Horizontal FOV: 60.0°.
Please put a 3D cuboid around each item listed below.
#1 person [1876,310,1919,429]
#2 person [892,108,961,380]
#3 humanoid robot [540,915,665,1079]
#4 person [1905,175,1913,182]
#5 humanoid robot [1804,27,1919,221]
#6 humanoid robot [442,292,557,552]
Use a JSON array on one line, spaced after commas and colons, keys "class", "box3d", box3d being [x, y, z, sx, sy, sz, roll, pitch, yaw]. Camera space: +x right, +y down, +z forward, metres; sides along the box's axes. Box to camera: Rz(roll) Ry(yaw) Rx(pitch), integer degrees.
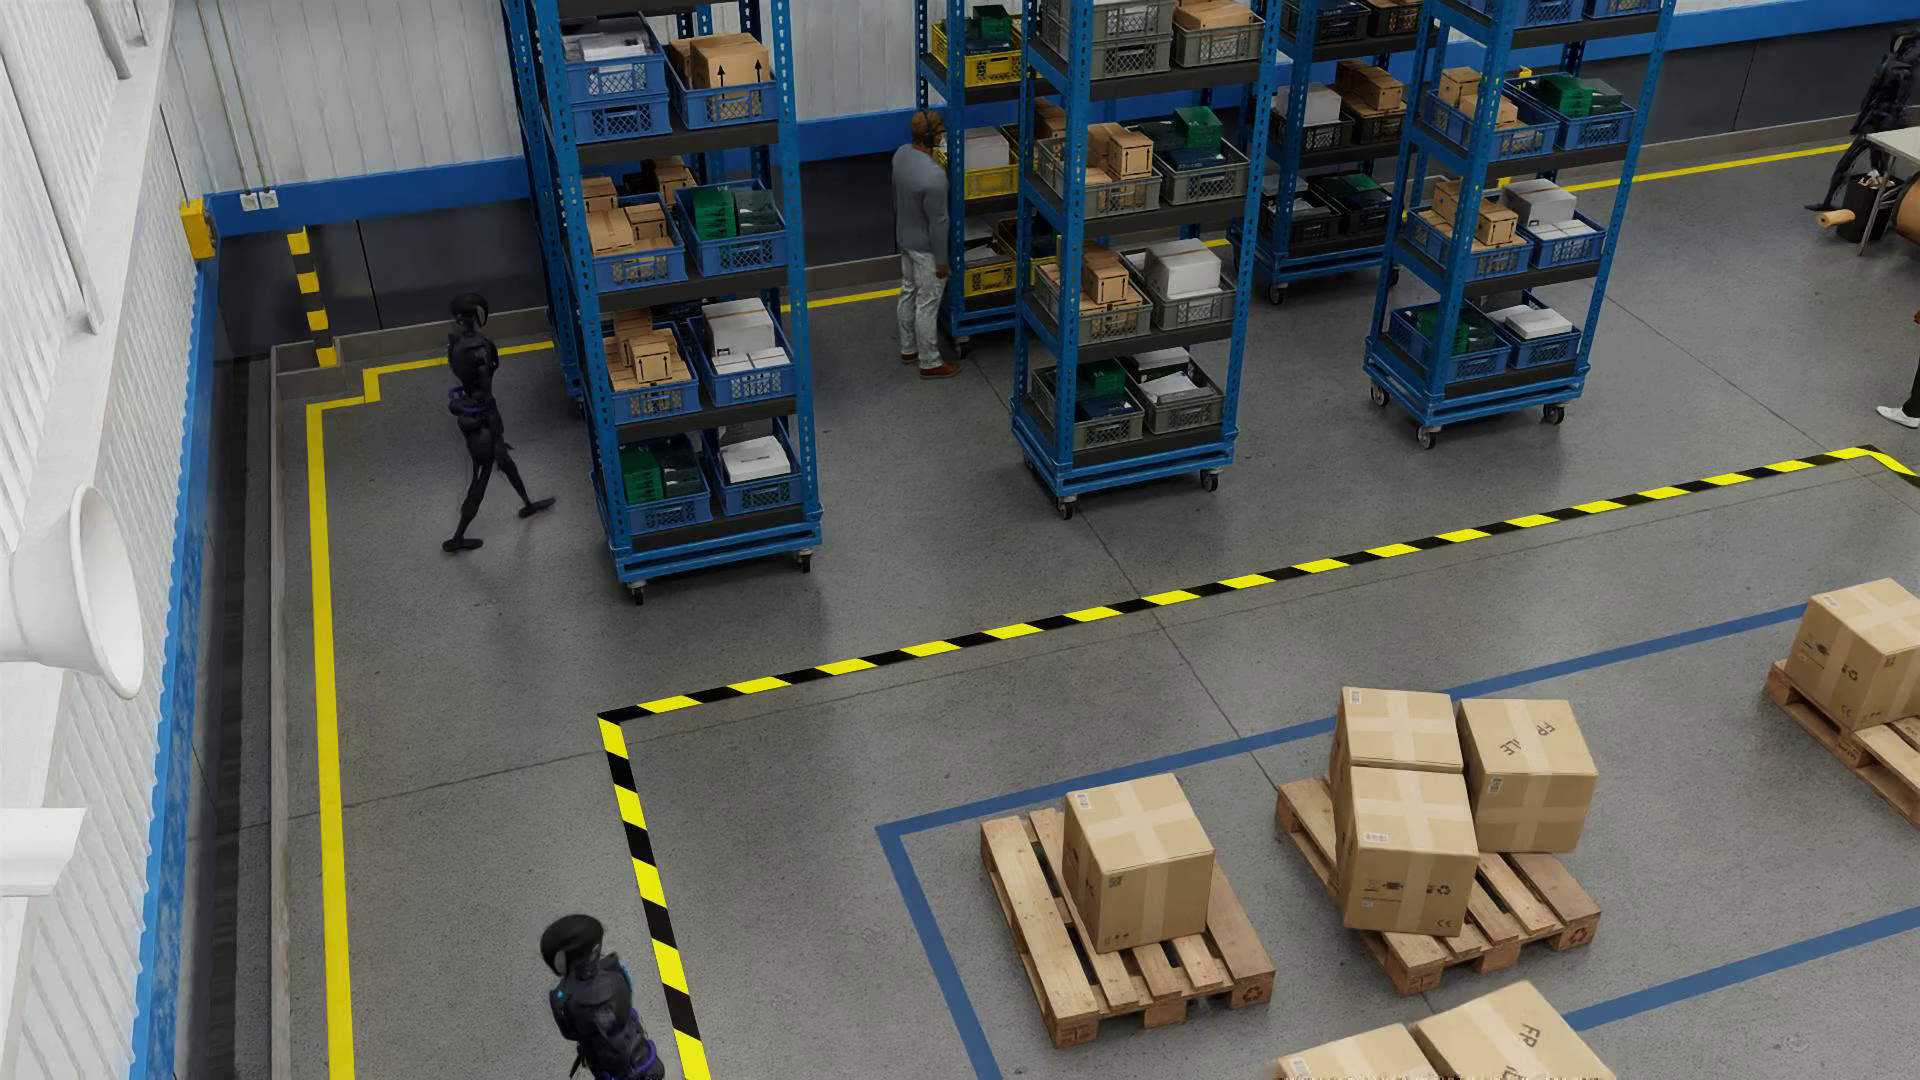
[{"class": "person", "box3d": [6.560, -1.596, 10.945, 0.588, 1.852, 0.372, -13, 37, -18]}, {"class": "person", "box3d": [-0.251, -2.045, 11.507, 0.376, 1.939, 0.627, -17, 39, -22]}, {"class": "humanoid robot", "box3d": [-1.224, 1.952, 6.061, 0.384, 1.643, 0.601, -20, 40, -25]}, {"class": "person", "box3d": [8.450, -3.551, 13.685, 0.631, 1.902, 0.938, -3, 35, -4]}, {"class": "humanoid robot", "box3d": [7.643, -3.423, 13.743, 0.759, 1.649, 0.589, 2, 35, 2]}, {"class": "humanoid robot", "box3d": [-2.846, -0.719, 9.893, 0.775, 1.624, 0.616, -19, 39, -25]}]
